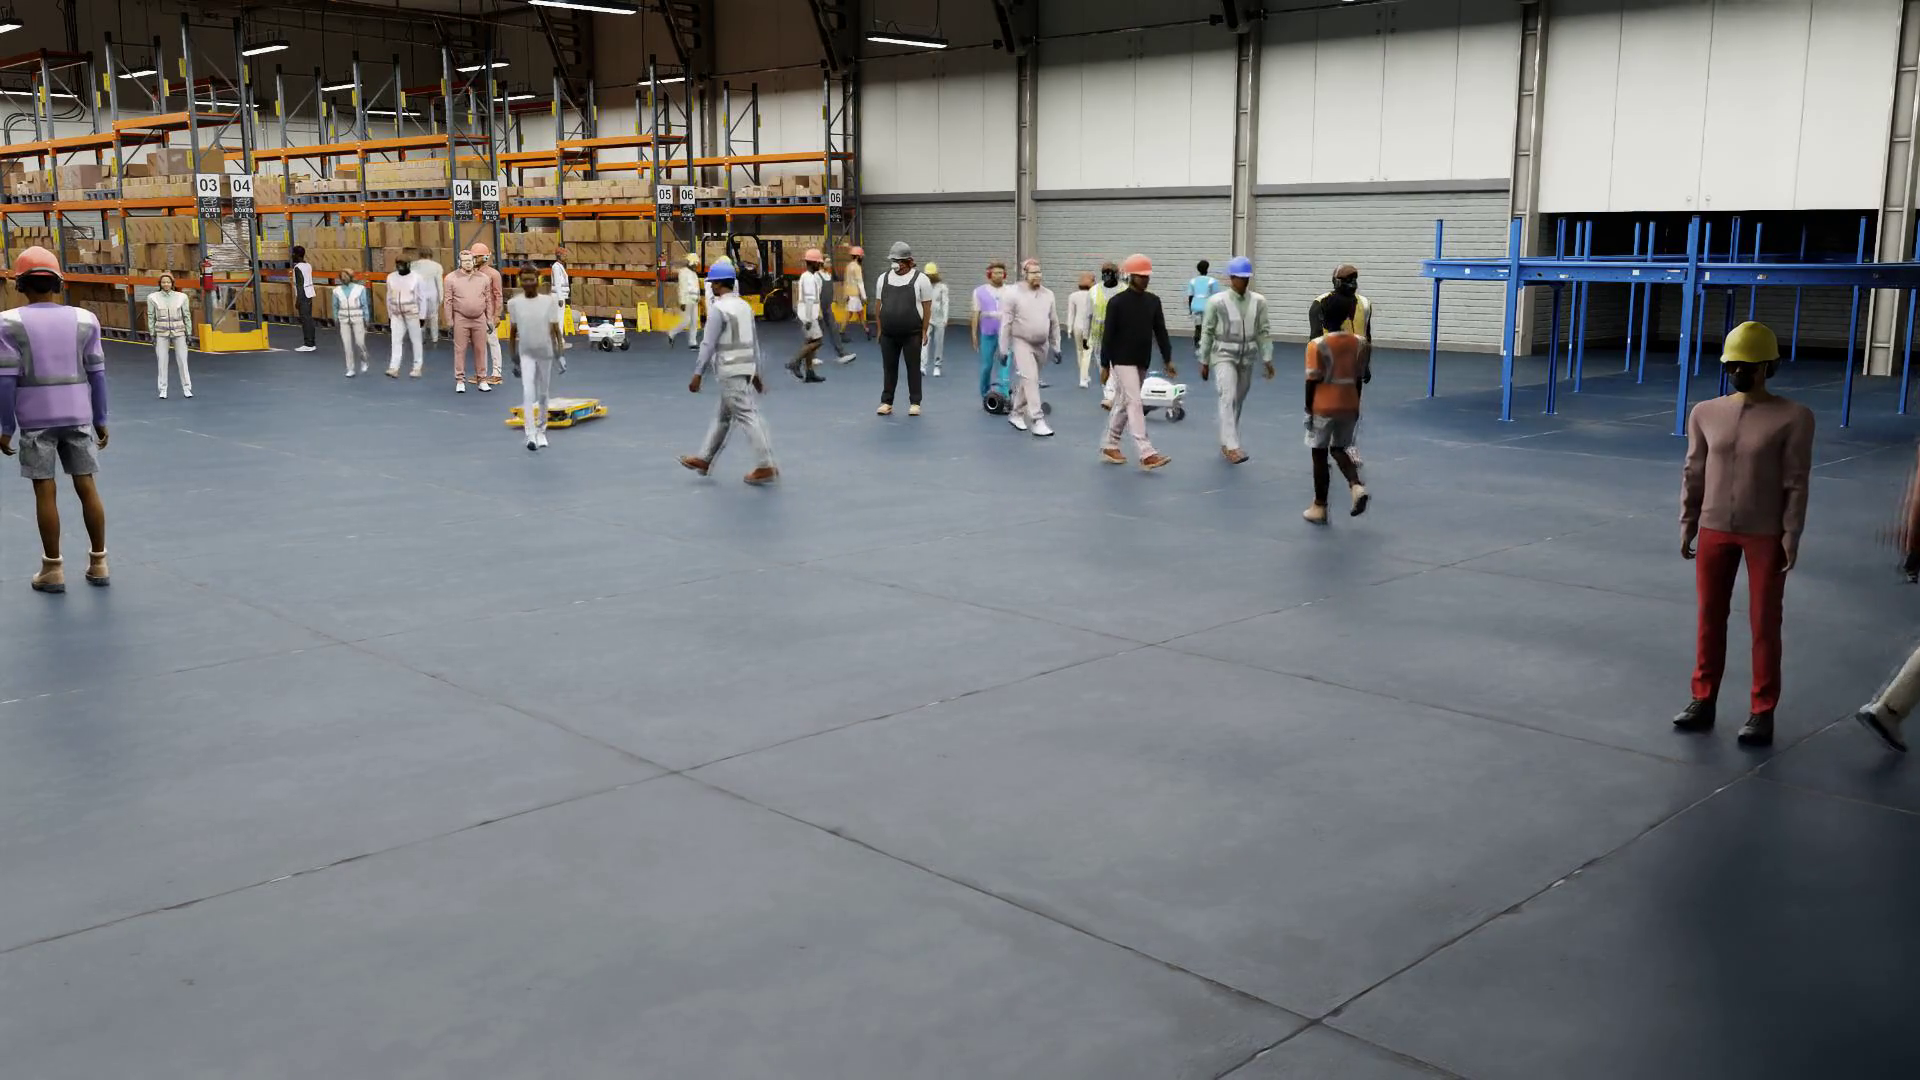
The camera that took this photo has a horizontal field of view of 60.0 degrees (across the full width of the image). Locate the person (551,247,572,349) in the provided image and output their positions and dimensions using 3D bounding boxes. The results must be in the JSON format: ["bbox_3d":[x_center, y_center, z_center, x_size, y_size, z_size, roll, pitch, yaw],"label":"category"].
[{"bbox_3d":[-7.510,-4.559,31.306,0.356,1.887,0.572,-2,11,-10],"label":"person"}]

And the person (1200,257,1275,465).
[{"bbox_3d":[2.586,-1.653,15.398,0.621,1.901,0.962,-3,11,-18],"label":"person"}]

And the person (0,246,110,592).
[{"bbox_3d":[-5.451,-0.727,9.985,0.393,2.041,0.613,10,14,43],"label":"person"}]

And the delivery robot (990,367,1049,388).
[{"bbox_3d":[0.711,-1.946,19.847,0.698,0.223,0.335,6,12,30],"label":"delivery robot"}]

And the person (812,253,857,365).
[{"bbox_3d":[-2.130,-3.735,27.026,0.943,1.802,0.543,6,12,29],"label":"person"}]

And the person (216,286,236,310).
[{"bbox_3d":[-17.006,-5.834,38.368,0.606,1.841,0.924,-10,14,-43],"label":"person"}]

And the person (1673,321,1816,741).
[{"bbox_3d":[3.288,-0.038,7.014,0.339,1.757,0.518,-10,14,-43],"label":"person"}]

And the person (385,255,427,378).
[{"bbox_3d":[-8.249,-3.298,24.625,0.654,1.811,0.848,1,10,6],"label":"person"}]

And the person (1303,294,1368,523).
[{"bbox_3d":[2.745,-0.956,12.183,0.548,1.686,0.449,-5,12,-26],"label":"person"}]

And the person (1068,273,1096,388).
[{"bbox_3d":[1.780,-2.943,23.321,0.517,1.581,0.870,4,11,19],"label":"person"}]

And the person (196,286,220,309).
[{"bbox_3d":[-16.185,-5.343,35.775,0.540,1.822,0.973,-8,13,-39],"label":"person"}]

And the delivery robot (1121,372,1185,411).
[{"bbox_3d":[2.231,-1.703,19.227,0.707,0.478,0.477,5,11,25],"label":"delivery robot"}]

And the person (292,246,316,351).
[{"bbox_3d":[-12.068,-4.442,30.586,0.392,1.919,0.590,-1,10,-6],"label":"person"}]

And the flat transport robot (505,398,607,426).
[{"bbox_3d":[-4.590,-1.466,18.967,0.652,0.197,1.431,2,11,8],"label":"flat transport robot"}]

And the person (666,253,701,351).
[{"bbox_3d":[-5.052,-4.374,30.597,0.638,1.784,0.642,3,11,16],"label":"person"}]

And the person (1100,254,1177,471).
[{"bbox_3d":[1.615,-1.631,15.201,0.621,1.938,1.029,-9,14,-40],"label":"person"}]

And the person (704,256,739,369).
[{"bbox_3d":[-3.728,-3.580,26.256,0.611,1.778,0.940,-6,12,-28],"label":"person"}]

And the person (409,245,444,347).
[{"bbox_3d":[-10.104,-4.616,31.537,0.643,1.919,0.692,-2,11,-11],"label":"person"}]

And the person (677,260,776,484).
[{"bbox_3d":[-2.011,-1.439,14.270,1.046,1.882,0.606,3,11,18],"label":"person"}]

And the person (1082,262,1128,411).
[{"bbox_3d":[1.802,-2.494,20.348,0.631,1.783,1.002,4,11,21],"label":"person"}]

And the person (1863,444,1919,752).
[{"bbox_3d":[4.110,0.066,6.866,0.833,1.600,0.515,-3,11,-15],"label":"person"}]

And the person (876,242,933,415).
[{"bbox_3d":[-0.692,-2.480,19.665,0.681,2.000,0.536,3,11,17],"label":"person"}]

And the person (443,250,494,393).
[{"bbox_3d":[-6.652,-2.965,22.562,0.651,1.907,0.409,-6,12,-31],"label":"person"}]

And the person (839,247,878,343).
[{"bbox_3d":[-2.043,-4.885,33.100,1.013,1.878,0.573,-4,11,-21],"label":"person"}]

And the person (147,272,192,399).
[{"bbox_3d":[-10.296,-2.666,21.695,0.513,1.630,0.318,-5,11,-24],"label":"person"}]

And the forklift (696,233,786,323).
[{"bbox_3d":[-5.496,-6.489,41.108,2.313,2.155,1.214,-10,14,-44],"label":"forklift"}]

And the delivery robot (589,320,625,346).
[{"bbox_3d":[-6.542,-3.826,30.805,0.707,0.478,0.477,8,13,36],"label":"delivery robot"}]

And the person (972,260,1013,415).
[{"bbox_3d":[0.432,-2.455,20.034,0.573,1.818,0.859,0,10,-1],"label":"person"}]

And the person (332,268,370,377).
[{"bbox_3d":[-9.161,-3.274,25.003,0.533,1.625,0.363,-1,10,-4],"label":"person"}]

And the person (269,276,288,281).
[{"bbox_3d":[-18.033,-6.949,44.315,0.949,1.891,0.574,9,14,41],"label":"person"}]

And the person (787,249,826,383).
[{"bbox_3d":[-2.192,-3.236,24.016,0.539,1.918,0.539,-3,11,-14],"label":"person"}]

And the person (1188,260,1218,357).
[{"bbox_3d":[4.214,-4.029,28.958,0.545,1.683,0.439,6,12,28],"label":"person"}]

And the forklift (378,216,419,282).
[{"bbox_3d":[-17.868,-9.201,54.028,1.873,2.768,1.129,-10,14,-44],"label":"forklift"}]

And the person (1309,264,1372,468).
[{"bbox_3d":[3.498,-1.591,15.243,0.625,1.847,0.429,-3,11,-18],"label":"person"}]

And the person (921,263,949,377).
[{"bbox_3d":[-0.413,-3.282,24.879,0.496,1.680,0.909,1,10,6],"label":"person"}]

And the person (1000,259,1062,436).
[{"bbox_3d":[0.761,-2.073,17.841,0.661,1.862,0.985,-7,12,-32],"label":"person"}]

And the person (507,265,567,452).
[{"bbox_3d":[-4.182,-1.801,16.453,0.543,1.818,0.968,-3,11,-15],"label":"person"}]

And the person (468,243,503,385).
[{"bbox_3d":[-6.788,-3.219,23.704,0.622,1.993,0.382,6,12,29],"label":"person"}]
